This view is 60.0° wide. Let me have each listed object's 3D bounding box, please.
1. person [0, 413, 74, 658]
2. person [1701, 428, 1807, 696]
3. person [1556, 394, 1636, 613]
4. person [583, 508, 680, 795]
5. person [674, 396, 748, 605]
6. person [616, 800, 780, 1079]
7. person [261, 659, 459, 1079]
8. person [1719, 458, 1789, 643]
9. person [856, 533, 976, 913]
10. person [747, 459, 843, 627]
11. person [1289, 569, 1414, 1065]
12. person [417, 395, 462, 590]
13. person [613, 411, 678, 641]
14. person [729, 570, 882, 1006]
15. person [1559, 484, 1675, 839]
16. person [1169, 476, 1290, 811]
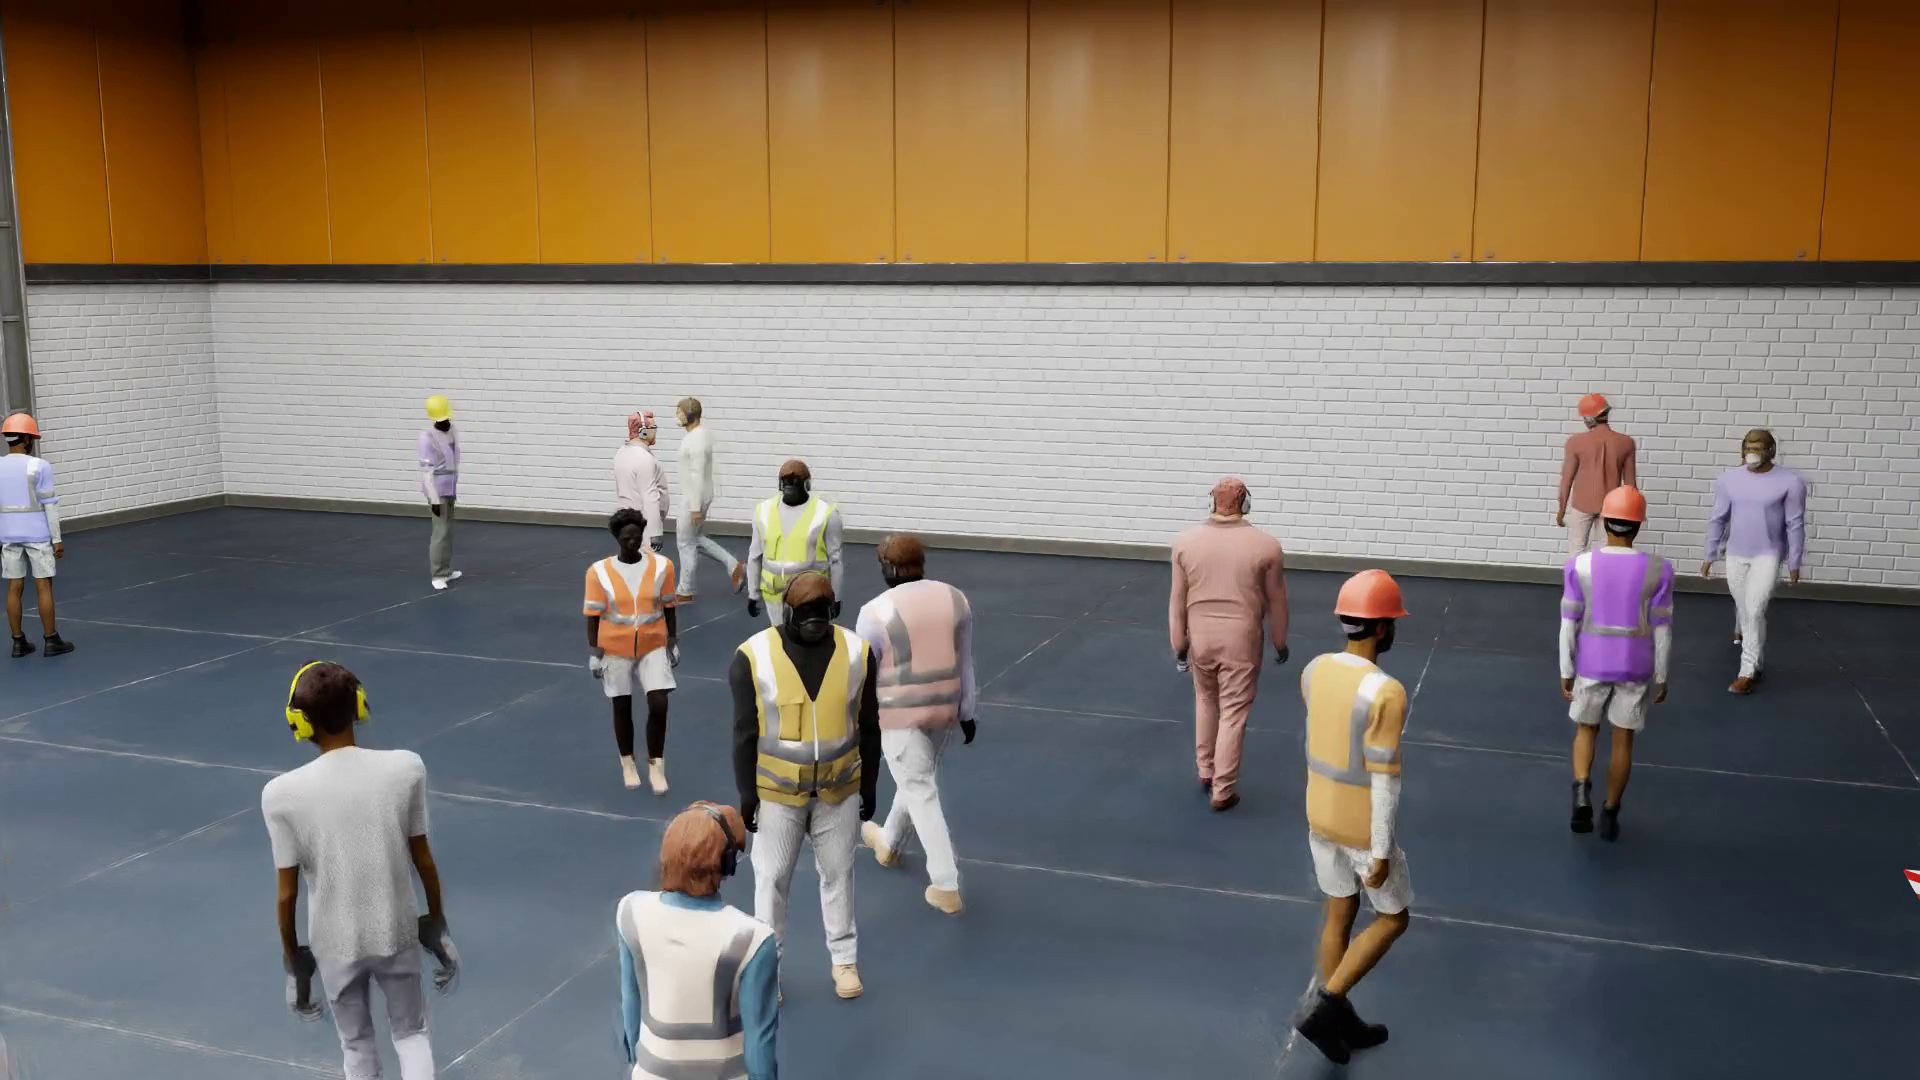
[{"bbox_3d":[-7.347,-0.031,13.111,0.543,1.927,0.375,0,9,-2],"label":"person"},{"bbox_3d":[5.669,0.155,12.006,0.806,1.908,0.648,-8,12,-39],"label":"person"},{"bbox_3d":[5.567,-0.282,14.559,0.667,1.974,0.379,1,9,8],"label":"person"},{"bbox_3d":[-1.879,0.654,9.602,0.557,1.676,0.591,-3,10,-18],"label":"person"},{"bbox_3d":[-2.352,-0.355,15.156,0.755,1.921,0.641,-1,9,-7],"label":"person"},{"bbox_3d":[-0.738,1.514,4.517,0.509,1.607,0.781,3,10,17],"label":"person"},{"bbox_3d":[-1.845,1.286,5.188,0.556,1.845,0.482,-5,10,-27],"label":"person"},{"bbox_3d":[6.567,0.032,13.754,0.795,1.593,0.504,-9,13,-44],"label":"person"},{"bbox_3d":[-0.266,0.849,8.099,0.635,1.777,0.999,-7,11,-37],"label":"person"},{"bbox_3d":[-1.102,0.338,11.225,0.630,1.806,0.953,3,10,16],"label":"person"},{"bbox_3d":[1.486,1.064,6.343,0.477,1.918,0.546,-5,10,-28],"label":"person"},{"bbox_3d":[-4.956,-0.473,16.024,0.425,1.874,0.763,2,9,10],"label":"person"},{"bbox_3d":[-2.579,-0.105,13.632,0.407,1.910,0.639,-6,11,-32],"label":"person"},{"bbox_3d":[-0.626,1.024,6.889,0.626,1.836,0.431,-3,10,-16],"label":"person"},{"bbox_3d":[3.450,0.670,8.781,0.551,1.922,0.515,4,10,25],"label":"person"},{"bbox_3d":[1.568,0.569,9.542,0.642,1.876,0.771,4,10,26],"label":"person"}]
